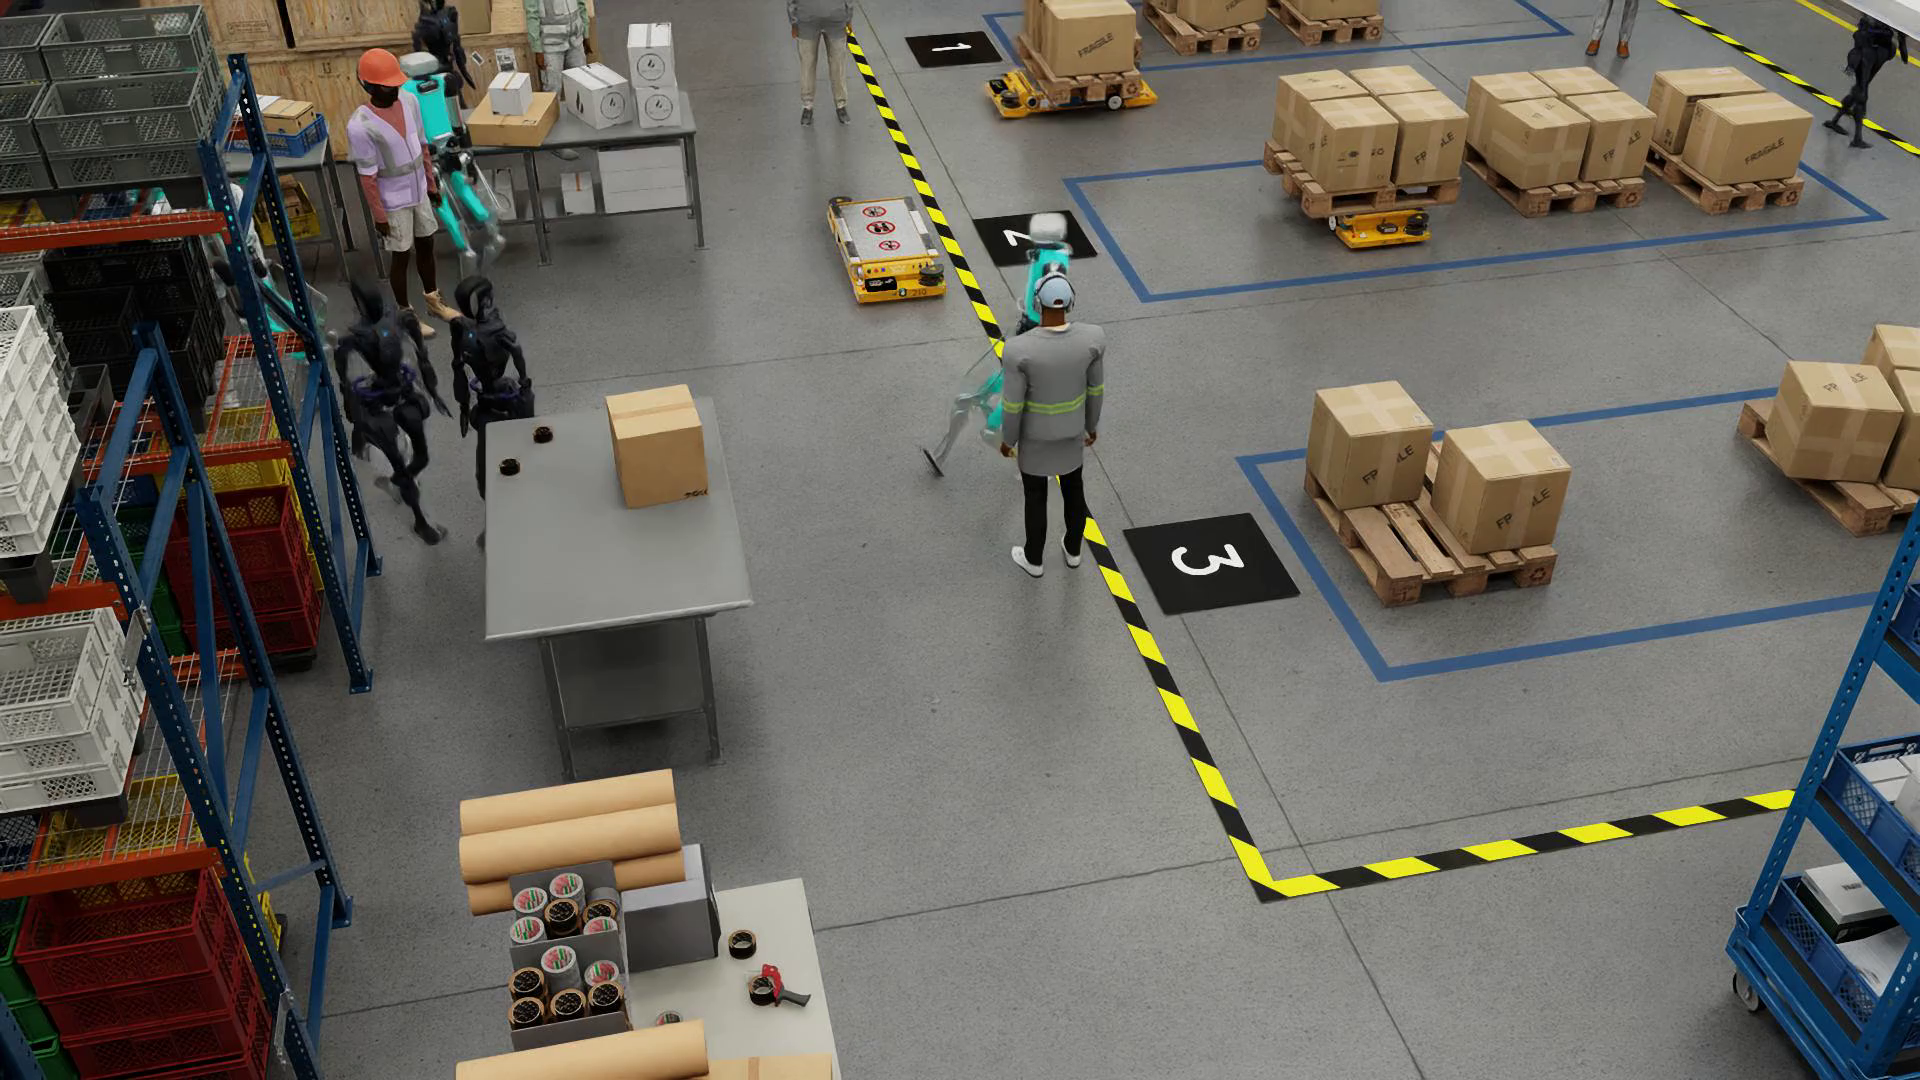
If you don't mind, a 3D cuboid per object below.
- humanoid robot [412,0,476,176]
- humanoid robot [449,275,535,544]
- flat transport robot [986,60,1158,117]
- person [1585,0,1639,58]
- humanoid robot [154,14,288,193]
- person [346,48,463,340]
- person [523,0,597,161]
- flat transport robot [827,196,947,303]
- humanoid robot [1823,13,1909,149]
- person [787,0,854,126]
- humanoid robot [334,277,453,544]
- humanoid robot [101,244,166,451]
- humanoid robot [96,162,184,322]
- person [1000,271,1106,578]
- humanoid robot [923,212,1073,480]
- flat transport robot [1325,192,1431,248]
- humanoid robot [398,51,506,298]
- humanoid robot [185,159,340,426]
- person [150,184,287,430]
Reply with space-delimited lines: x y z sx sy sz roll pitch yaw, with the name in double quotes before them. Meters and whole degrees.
"humanoid robot" -4.157 -3.702 13.358 0.365 1.639 0.610 16 40 20
"humanoid robot" -2.588 -0.693 9.304 0.590 1.654 0.391 18 40 23
"flat transport robot" 1.007 -4.094 15.033 1.431 0.197 0.652 -8 37 -10
"person" 6.280 -5.460 15.538 0.590 1.883 0.377 10 38 13
"humanoid robot" -5.480 -3.076 12.458 1.026 1.728 0.551 -6 37 -8
"person" -3.734 -2.319 11.199 0.403 2.035 0.598 16 40 20
"person" -3.275 -4.104 13.674 0.411 1.939 0.602 26 44 30
"flat transport robot" -0.570 -2.220 12.538 0.659 0.231 1.431 -8 37 -10
"humanoid robot" 7.741 -4.126 13.933 0.593 1.639 0.688 -14 39 -19
"person" -1.192 -4.450 14.274 0.573 1.769 0.396 -5 37 -6
"humanoid robot" -3.264 -0.793 9.479 0.666 1.646 0.606 29 46 33
"humanoid robot" -4.817 -0.955 9.666 0.611 1.635 0.600 7 37 9
"humanoid robot" -5.543 -1.944 10.979 0.940 1.775 0.543 -9 38 -12
"person" 0.485 -0.623 9.065 0.589 1.852 0.401 -11 38 -14
"humanoid robot" 0.164 -1.065 9.785 0.965 1.776 0.555 -2 37 -2
"flat transport robot" 3.134 -2.740 13.213 0.652 0.197 1.431 -8 37 -10
"humanoid robot" -3.492 -2.454 11.663 0.761 1.819 0.541 25 43 29
"humanoid robot" -4.255 -1.543 10.417 0.793 1.795 0.545 -3 37 -4
"person" -4.582 -1.571 10.322 0.576 1.876 0.355 -26 44 -31
